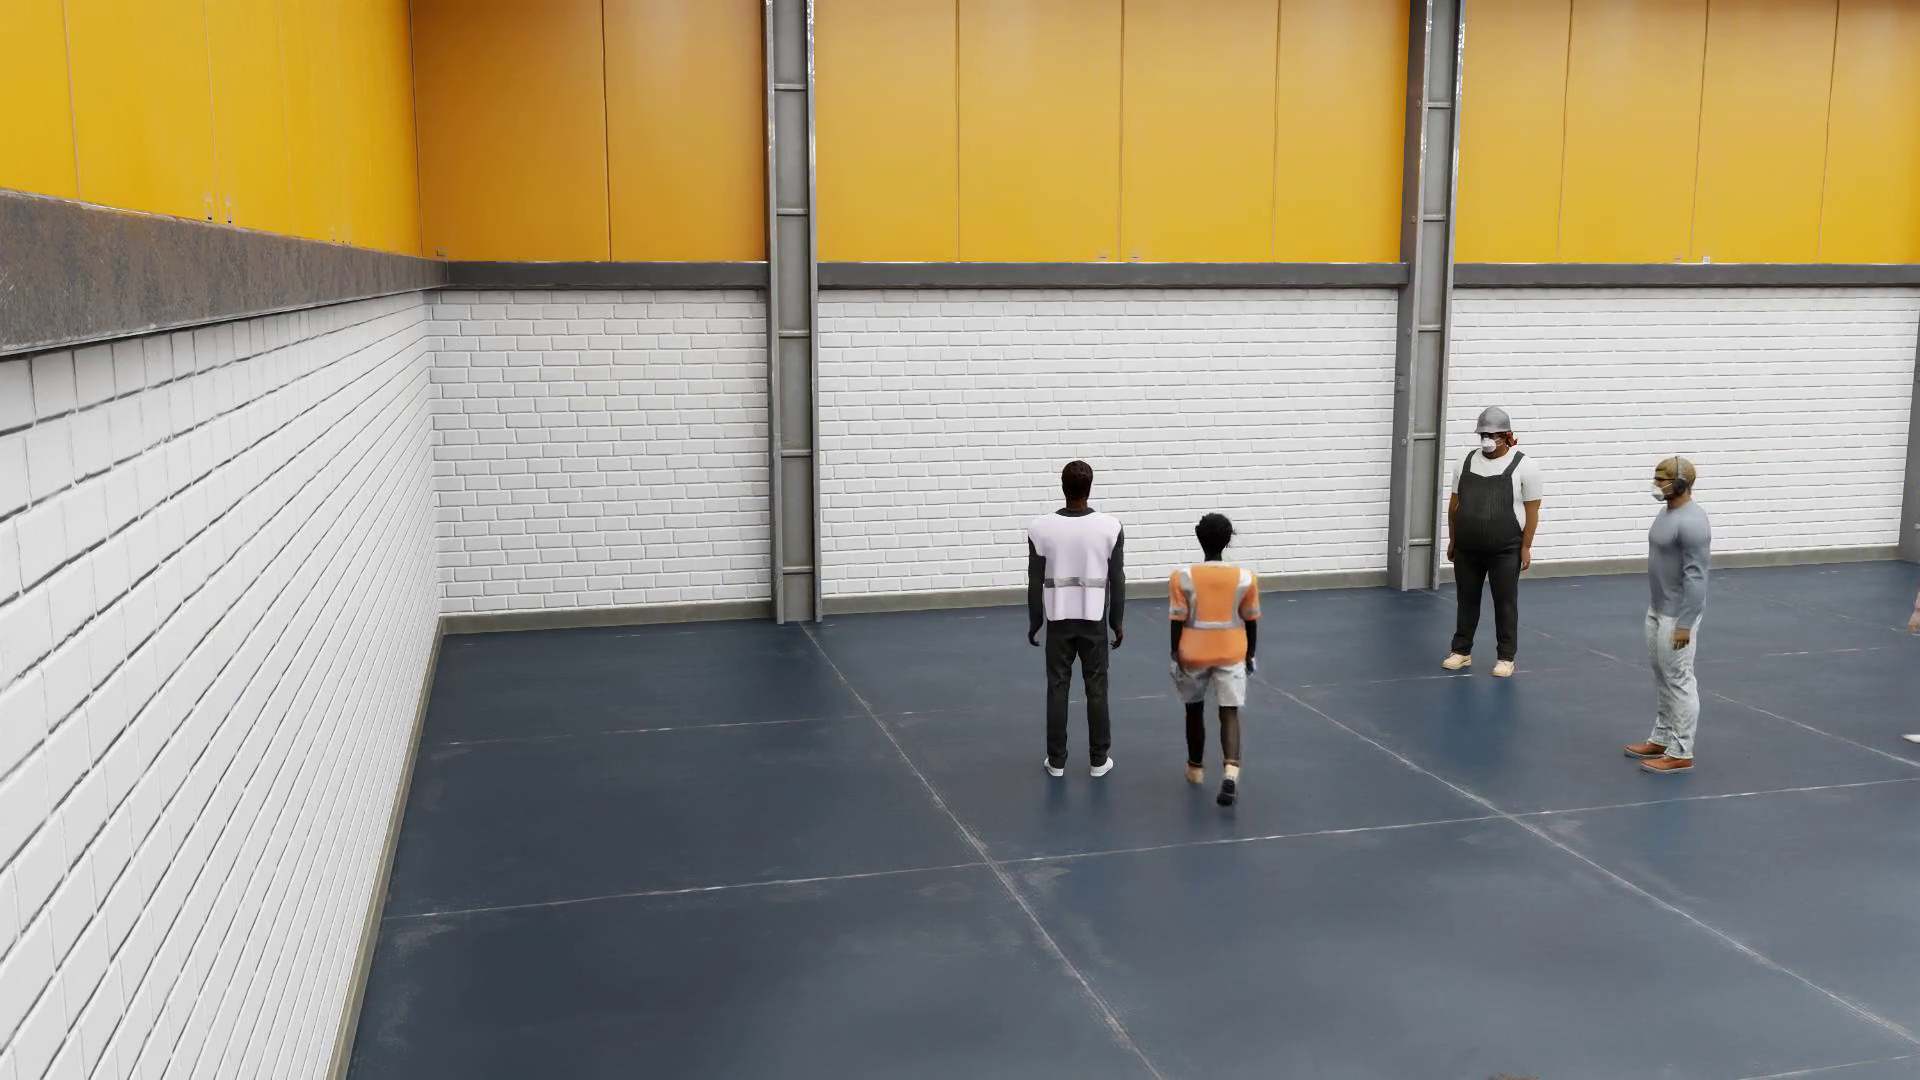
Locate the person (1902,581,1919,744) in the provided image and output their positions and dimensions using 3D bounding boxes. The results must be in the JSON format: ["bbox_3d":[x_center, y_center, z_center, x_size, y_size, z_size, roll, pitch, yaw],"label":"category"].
[{"bbox_3d":[6.335,0.448,10.686,0.534,1.766,0.320,-4,10,-23],"label":"person"}]

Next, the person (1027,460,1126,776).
[{"bbox_3d":[0.698,0.480,10.007,0.587,1.920,0.392,1,9,5],"label":"person"}]

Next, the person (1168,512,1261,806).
[{"bbox_3d":[1.462,0.676,9.558,0.539,1.670,0.768,0,9,1],"label":"person"}]

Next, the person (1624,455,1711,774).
[{"bbox_3d":[4.340,0.450,10.127,0.352,1.937,0.635,1,9,6],"label":"person"}]

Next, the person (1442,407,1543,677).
[{"bbox_3d":[3.985,0.008,12.572,0.688,2.000,0.539,7,12,38],"label":"person"}]
